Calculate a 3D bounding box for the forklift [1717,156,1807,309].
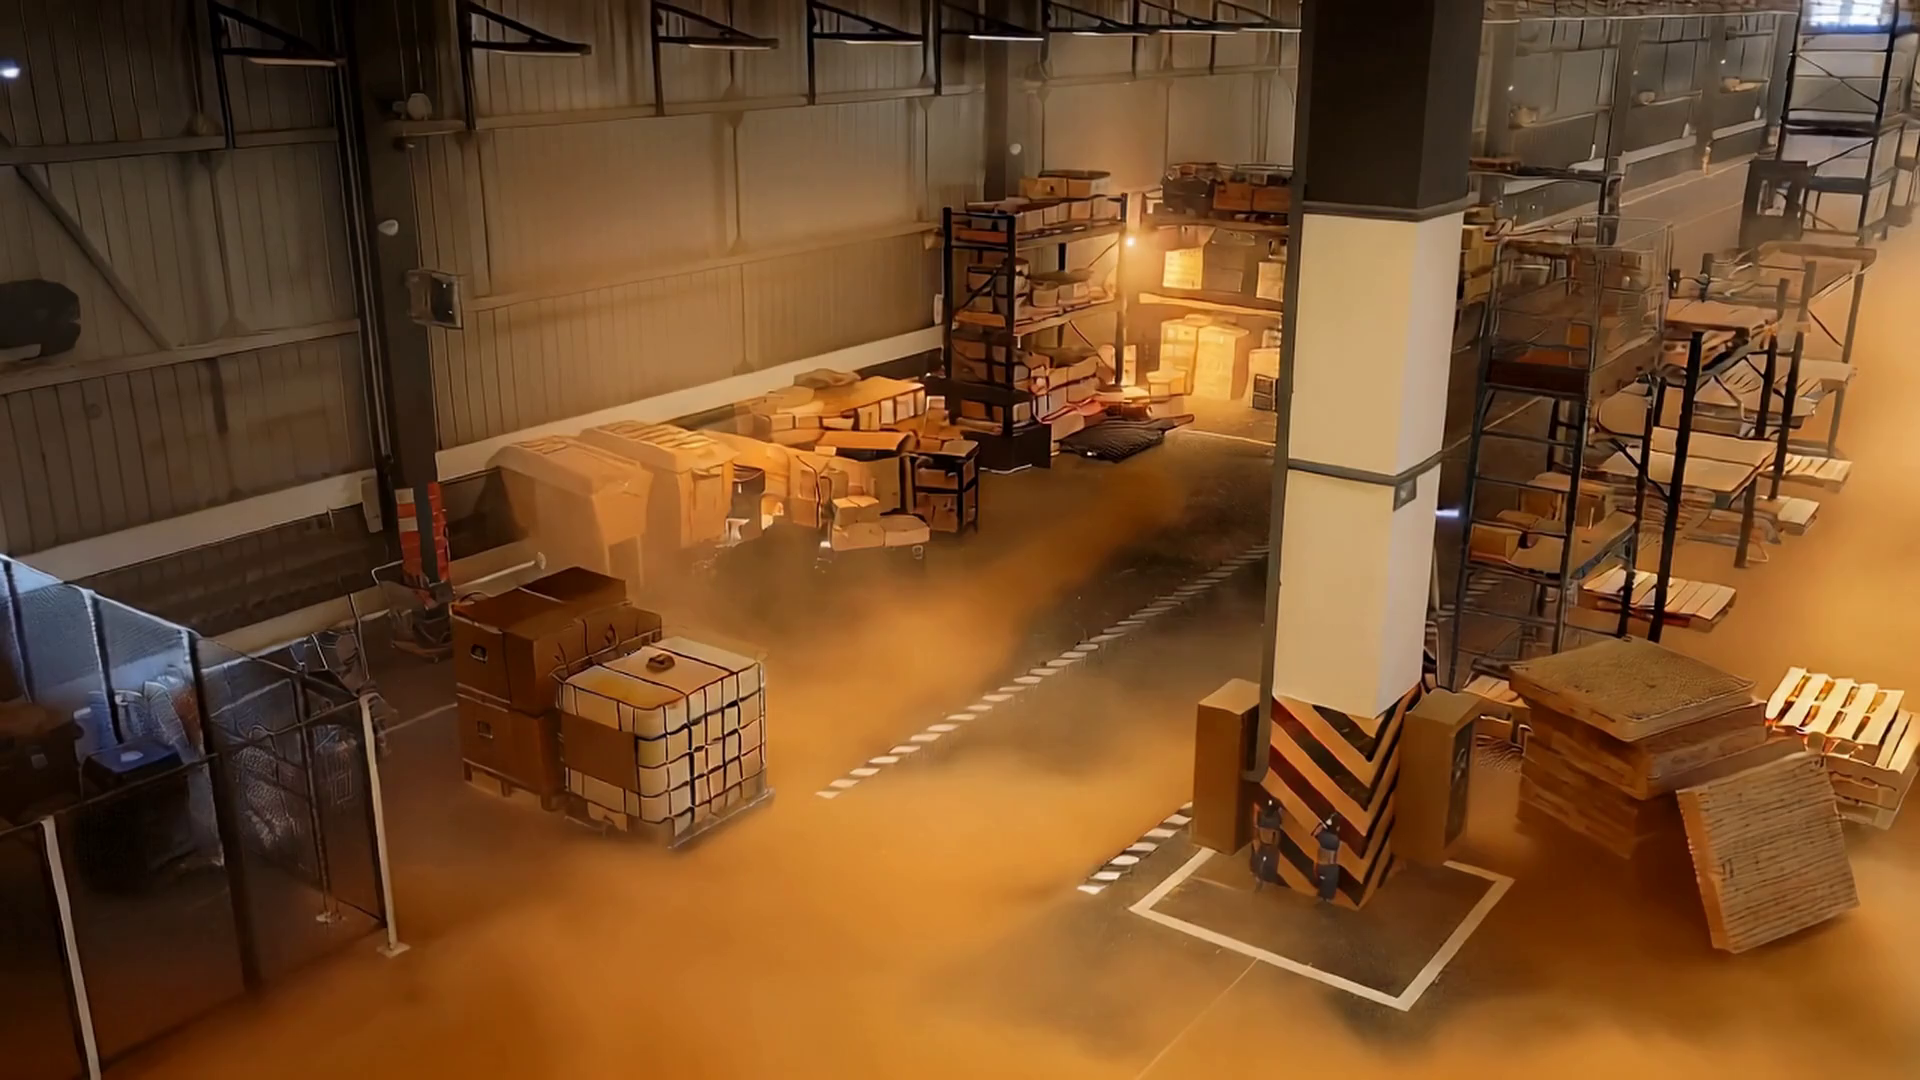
[{"bbox_3d":[15.175,-5.770,31.278,1.129,2.768,1.873,13,22,34],"label":"forklift"}]
